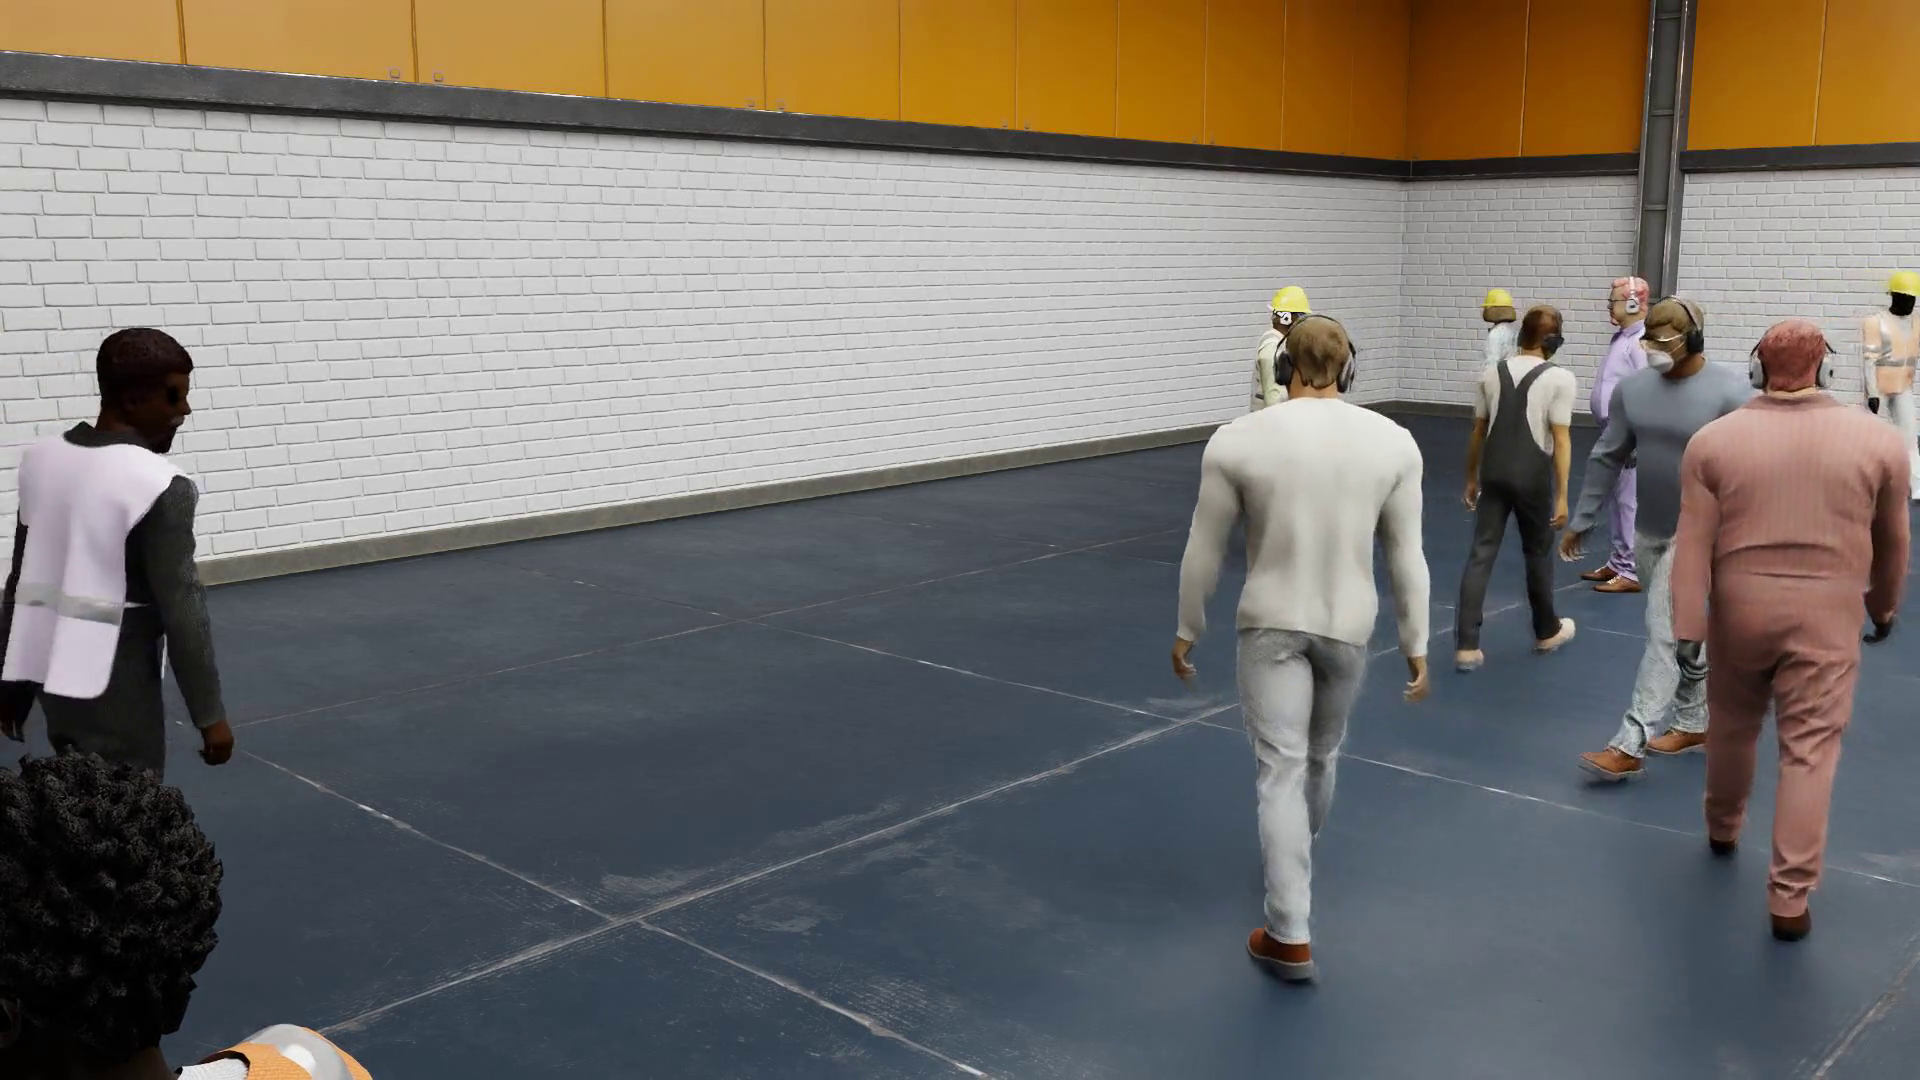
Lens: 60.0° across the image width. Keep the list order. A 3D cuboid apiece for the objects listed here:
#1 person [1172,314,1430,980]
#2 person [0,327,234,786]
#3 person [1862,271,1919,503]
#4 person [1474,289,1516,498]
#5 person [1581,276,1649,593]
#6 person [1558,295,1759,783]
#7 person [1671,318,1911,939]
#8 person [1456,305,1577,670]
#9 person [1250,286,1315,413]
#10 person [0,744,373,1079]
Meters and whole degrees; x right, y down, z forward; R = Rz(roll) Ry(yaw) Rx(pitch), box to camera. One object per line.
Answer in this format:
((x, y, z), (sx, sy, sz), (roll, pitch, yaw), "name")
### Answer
((1.010, 0.273, 5.004), (0.708, 1.869, 1.041), (0, 10, -1), "person")
((-2.219, 0.388, 4.338), (0.642, 1.871, 0.450), (5, 11, 29), "person")
((7.637, -1.232, 13.531), (0.617, 1.877, 0.937), (-2, 10, -14), "person")
((4.437, -1.210, 13.823), (0.297, 1.743, 0.493), (6, 11, 29), "person")
((4.016, -0.634, 10.080), (0.402, 1.904, 0.652), (2, 10, 10), "person")
((2.738, -0.004, 6.531), (0.922, 1.886, 0.674), (-4, 11, -22), "person")
((2.619, 0.238, 5.277), (0.651, 1.852, 1.015), (5, 11, 27), "person")
((2.807, -0.266, 8.296), (0.969, 1.781, 0.628), (-10, 14, -43), "person")
((2.147, -0.775, 11.128), (0.403, 1.825, 0.596), (4, 11, 21), "person")
((-0.659, 0.998, 1.397), (0.320, 1.694, 0.531), (3, 10, 17), "person")
